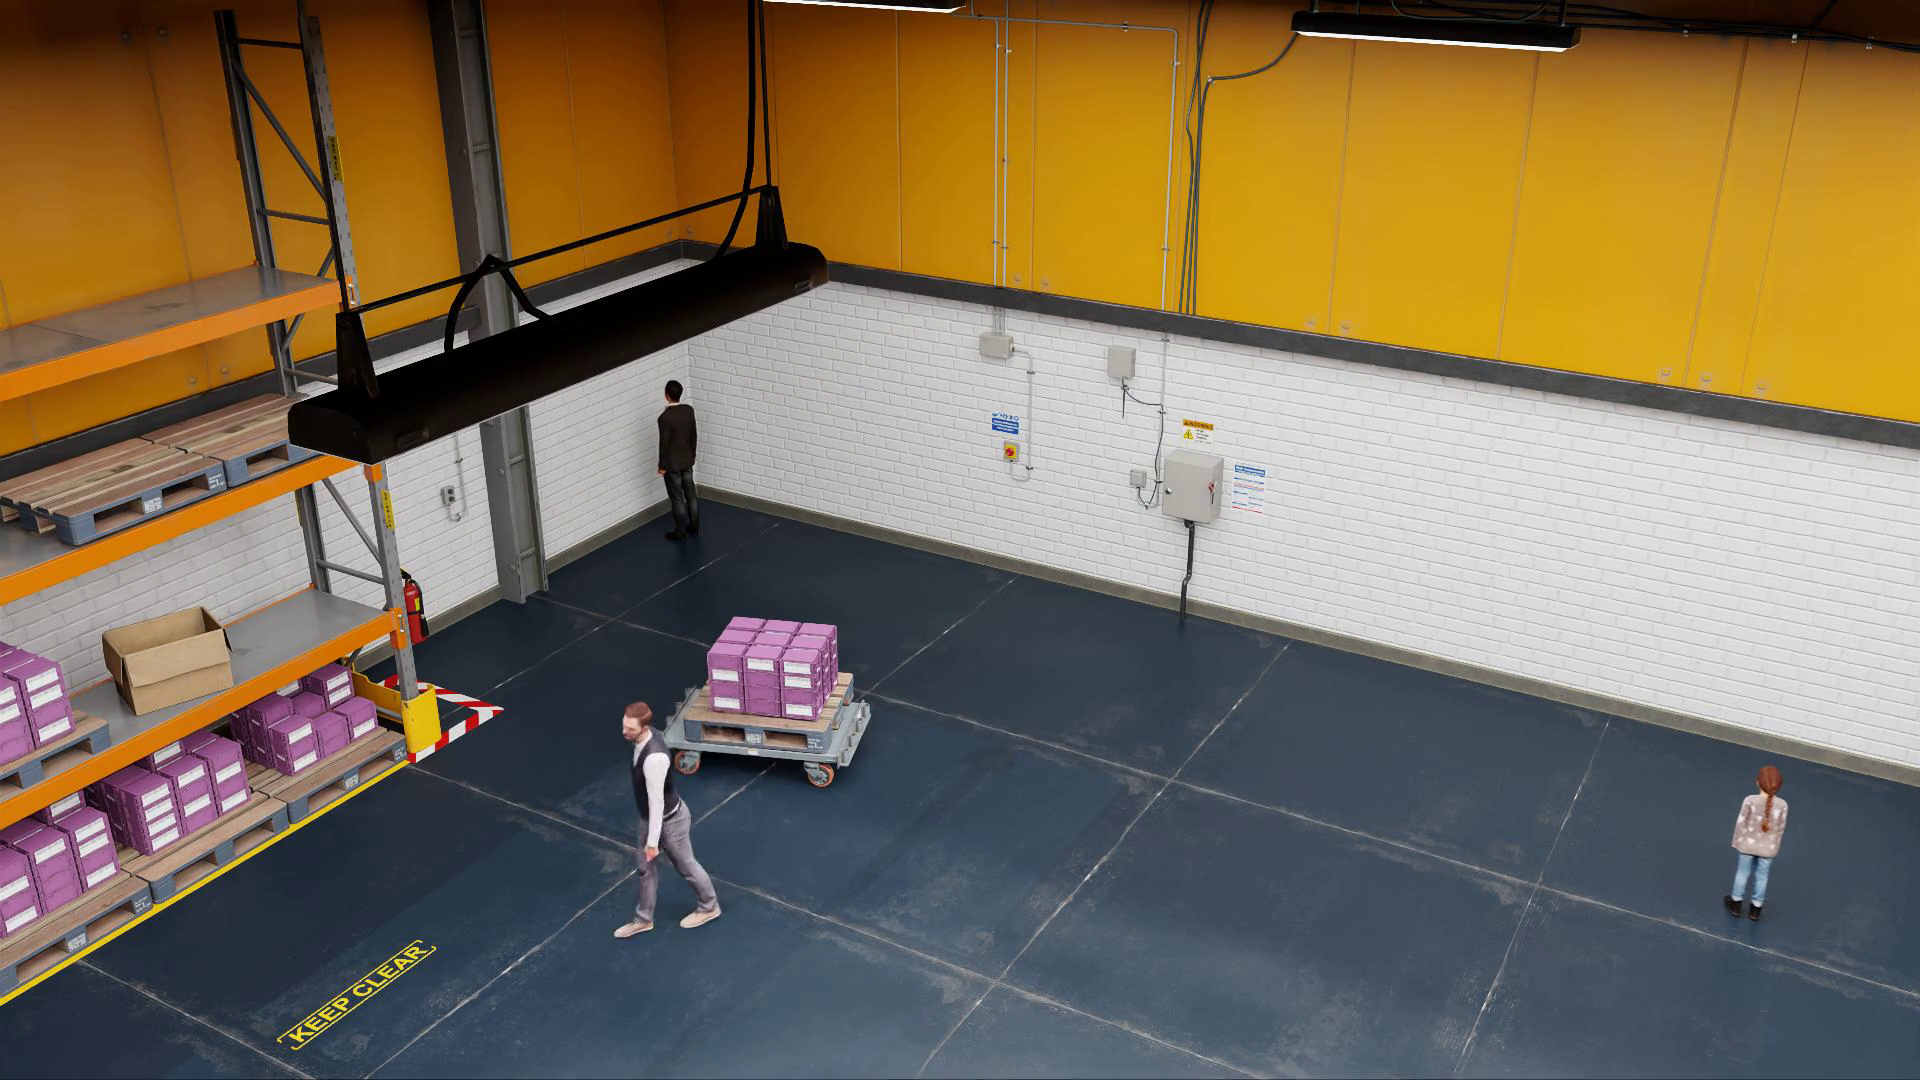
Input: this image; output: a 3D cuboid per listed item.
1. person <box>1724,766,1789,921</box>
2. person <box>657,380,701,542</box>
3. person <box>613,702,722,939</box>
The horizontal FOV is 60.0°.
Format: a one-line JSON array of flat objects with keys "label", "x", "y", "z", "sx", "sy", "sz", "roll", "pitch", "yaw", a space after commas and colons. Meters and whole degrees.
[{"label": "person", "x": 5.702, "y": 2.164, "z": 11.881, "sx": 0.496, "sy": 1.189, "sz": 0.506, "roll": 8, "pitch": 25, "yaw": 17}, {"label": "person", "x": -3.059, "y": -0.871, "z": 18.056, "sx": 0.774, "sy": 1.804, "sz": 0.502, "roll": 16, "pitch": 29, "yaw": 33}, {"label": "person", "x": -1.982, "y": 1.906, "z": 11.583, "sx": 1.140, "sy": 1.902, "sz": 0.985, "roll": -10, "pitch": 25, "yaw": -21}]
